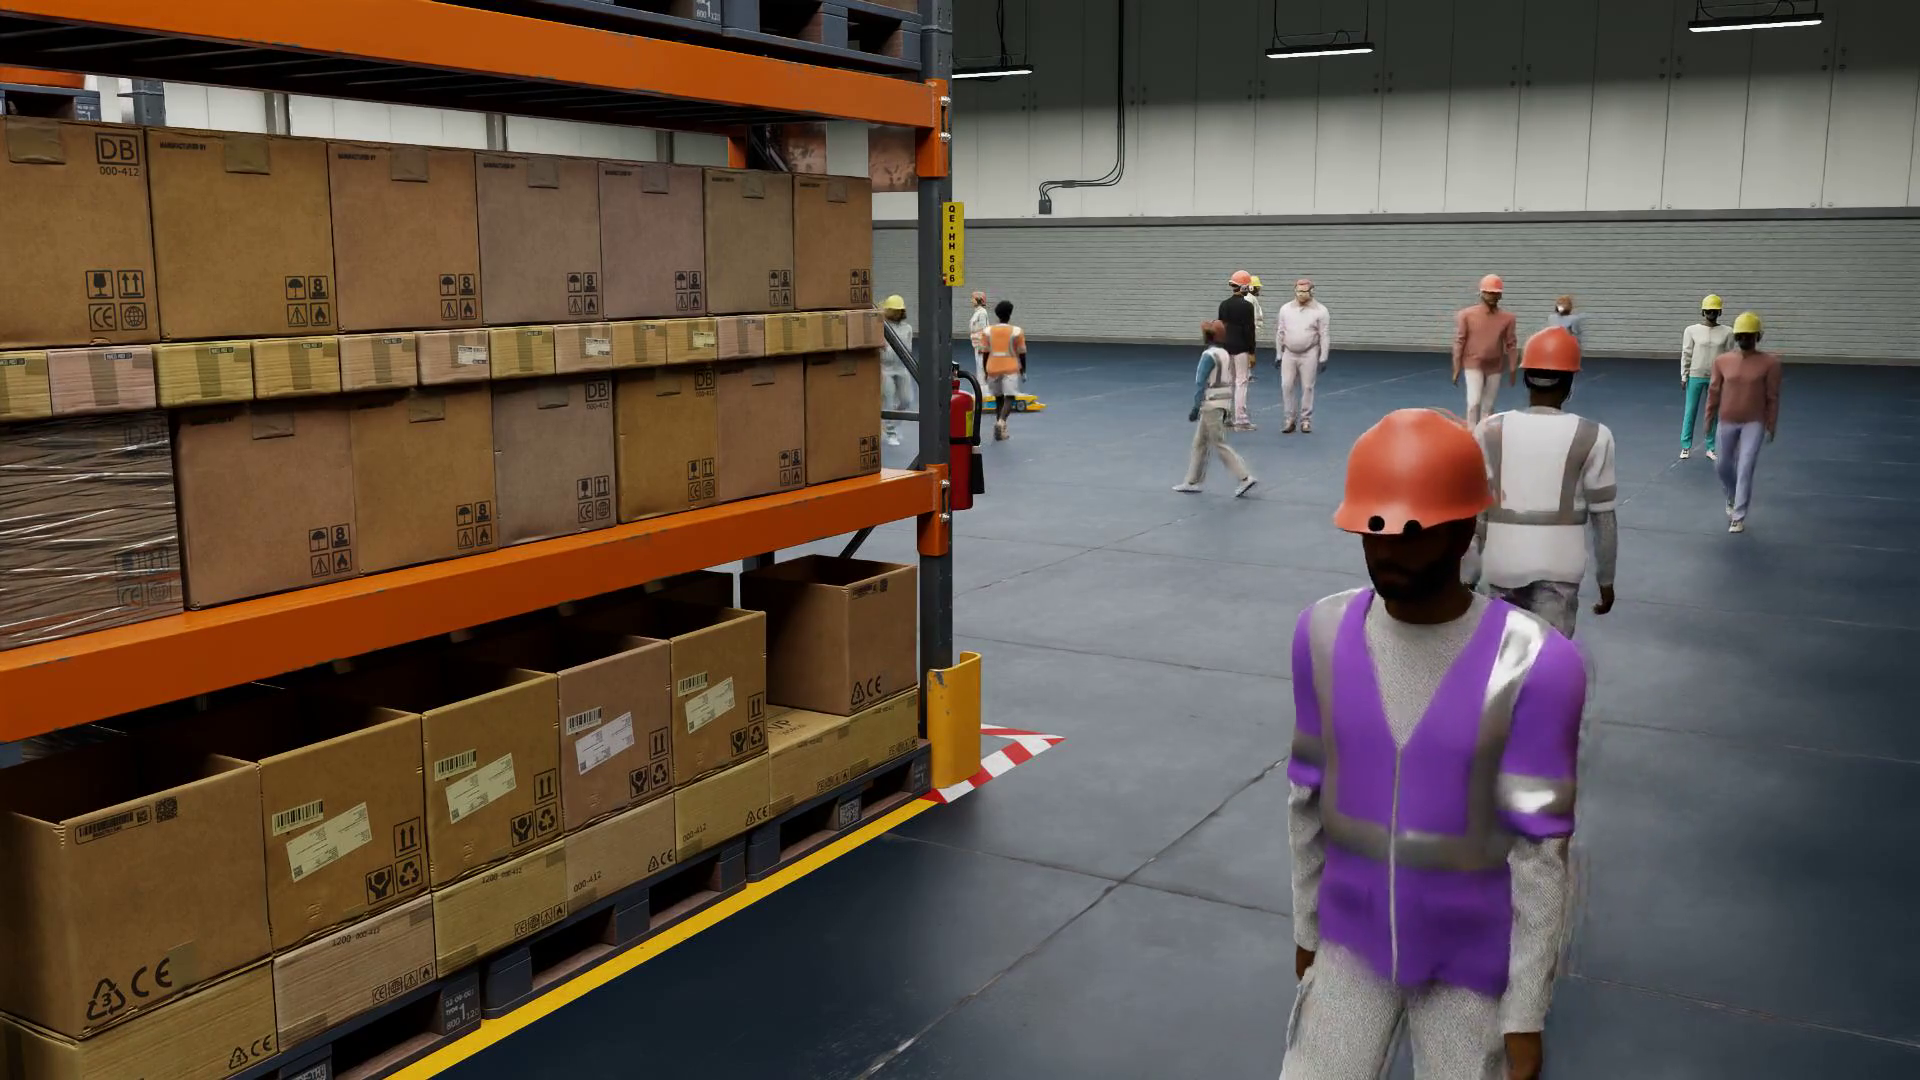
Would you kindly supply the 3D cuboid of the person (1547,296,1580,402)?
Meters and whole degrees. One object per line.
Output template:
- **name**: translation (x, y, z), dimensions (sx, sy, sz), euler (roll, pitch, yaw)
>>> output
- **person**: translation (8.901, -2.807, 24.549), dimensions (0.801, 1.605, 0.503), euler (-8, 12, -38)

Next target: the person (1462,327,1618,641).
- **person**: translation (2.362, 0.094, 6.738), dimensions (0.572, 1.886, 0.974), euler (6, 11, 31)

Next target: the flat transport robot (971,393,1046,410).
- **flat transport robot**: translation (0.430, -1.936, 23.351), dimensions (1.431, 0.197, 0.652), euler (-4, 10, -23)

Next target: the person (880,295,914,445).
- **person**: translation (-0.765, -1.956, 19.204), dimensions (0.494, 1.735, 0.409), euler (-5, 11, -26)

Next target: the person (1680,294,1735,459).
- **person**: translation (8.005, -1.740, 17.835), dimensions (0.525, 1.769, 0.310), euler (2, 10, 12)

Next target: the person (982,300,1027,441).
- **person**: translation (0.499, -1.974, 19.482), dimensions (0.535, 1.670, 0.723), euler (3, 10, 18)

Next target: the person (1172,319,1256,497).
- **person**: translation (2.339, -1.203, 15.125), dimensions (0.794, 1.610, 0.510), euler (4, 11, 23)

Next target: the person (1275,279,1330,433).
- **person**: translation (4.198, -2.260, 20.498), dimensions (0.685, 1.886, 0.550), euler (5, 11, 27)

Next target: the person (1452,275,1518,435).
- **person**: translation (5.573, -1.802, 17.568), dimensions (0.653, 1.973, 0.627), euler (0, 10, 2)

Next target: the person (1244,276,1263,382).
- **person**: translation (5.058, -3.662, 28.886), dimensions (0.404, 1.829, 0.600), euler (1, 10, 8)

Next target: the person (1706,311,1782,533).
- **person**: translation (6.265, -0.955, 13.306), dimensions (0.530, 1.750, 0.667), euler (7, 12, 35)

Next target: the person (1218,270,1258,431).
- **person**: translation (3.476, -2.358, 20.779), dimensions (0.381, 1.994, 0.622), euler (-6, 12, -33)

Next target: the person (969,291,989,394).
- **person**: translation (0.301, -2.959, 25.330), dimensions (0.313, 1.642, 0.513), euler (-1, 10, -8)

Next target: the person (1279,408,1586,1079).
- **person**: translation (0.797, 0.724, 2.950), dimensions (0.549, 1.919, 0.418), euler (7, 12, 36)
